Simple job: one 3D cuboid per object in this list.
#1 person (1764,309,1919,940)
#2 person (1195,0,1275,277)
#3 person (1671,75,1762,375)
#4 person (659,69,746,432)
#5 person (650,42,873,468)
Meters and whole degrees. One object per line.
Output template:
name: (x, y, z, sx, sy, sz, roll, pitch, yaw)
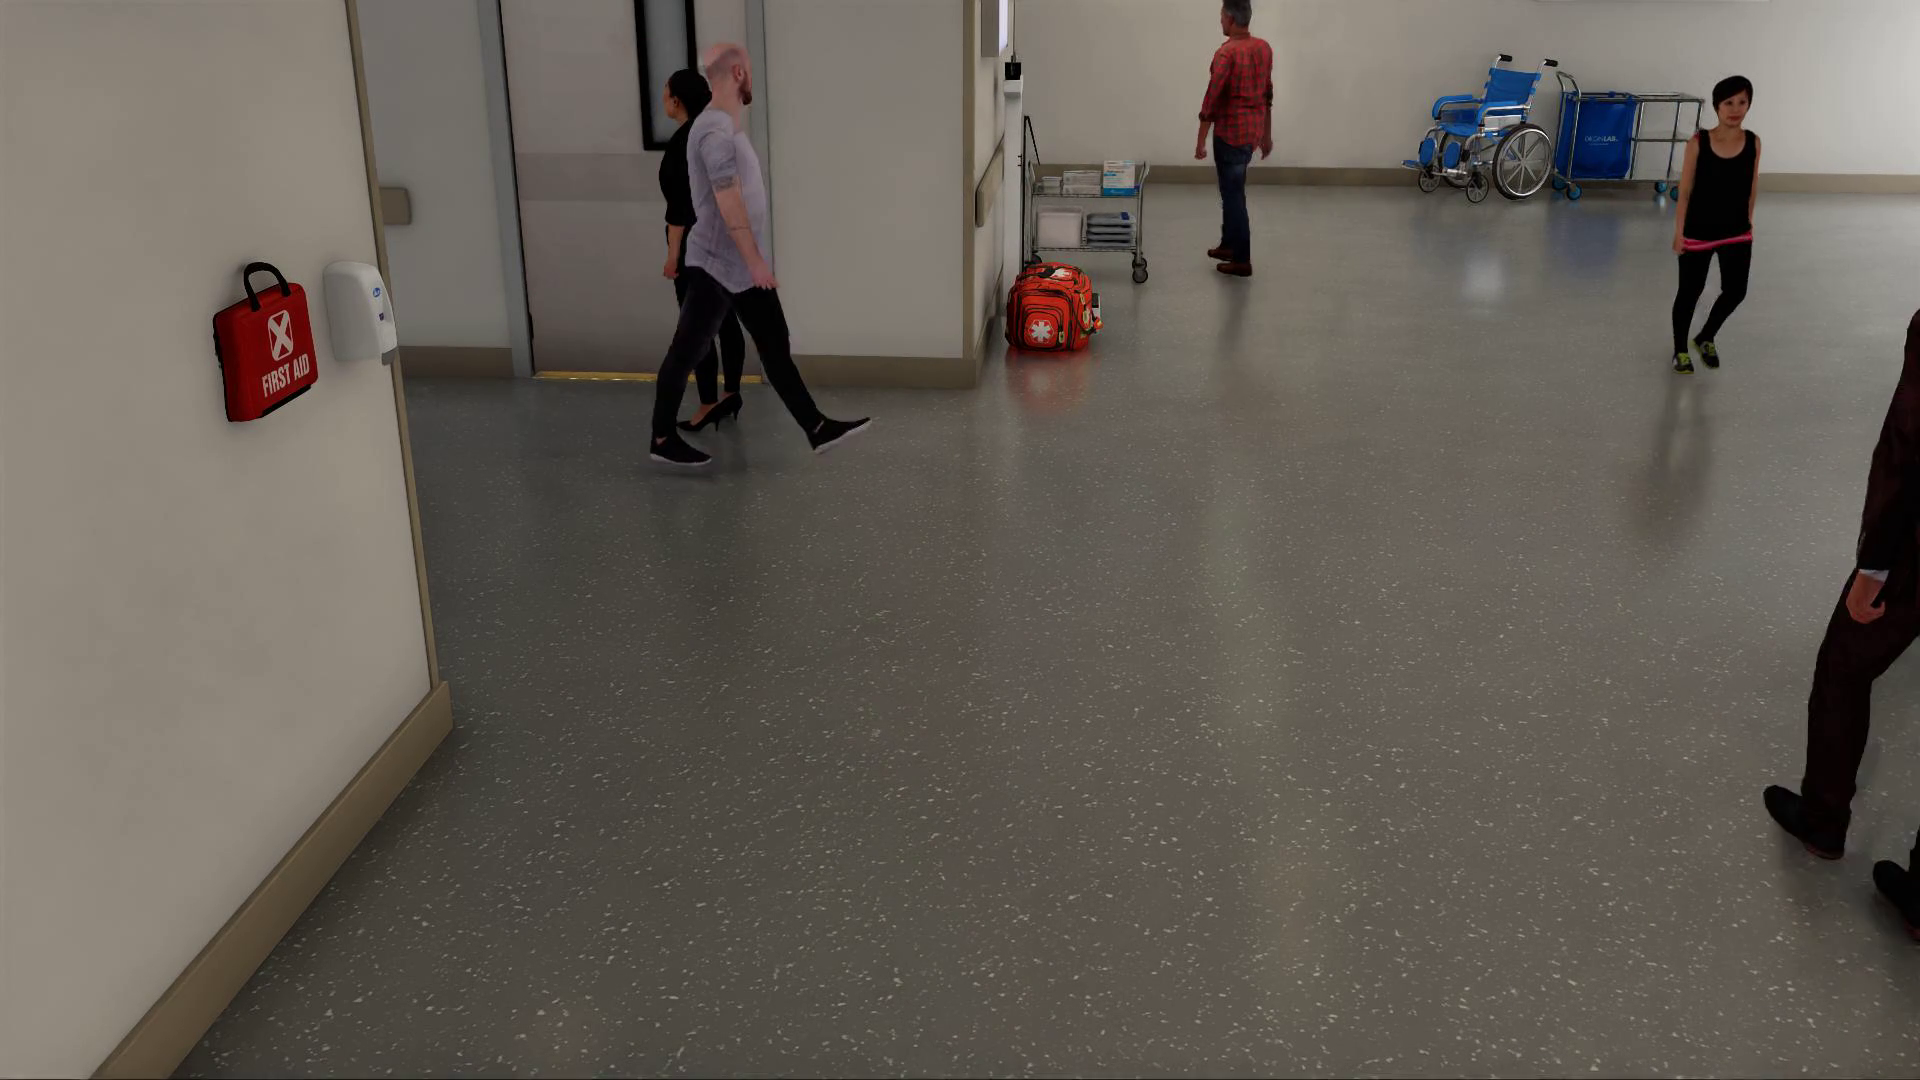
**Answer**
person: (2.312, 0.073, 3.777, 0.693, 1.841, 0.834, 2, 21, 4)
person: (1.910, -2.660, 11.033, 0.940, 1.814, 1.001, -16, 26, -35)
person: (3.940, -1.645, 8.737, 0.549, 1.541, 0.547, 2, 21, 5)
person: (-1.197, -1.337, 7.756, 0.730, 1.661, 0.603, 10, 23, 25)
person: (-1.098, -1.144, 7.088, 0.797, 1.771, 1.140, 2, 21, 4)
